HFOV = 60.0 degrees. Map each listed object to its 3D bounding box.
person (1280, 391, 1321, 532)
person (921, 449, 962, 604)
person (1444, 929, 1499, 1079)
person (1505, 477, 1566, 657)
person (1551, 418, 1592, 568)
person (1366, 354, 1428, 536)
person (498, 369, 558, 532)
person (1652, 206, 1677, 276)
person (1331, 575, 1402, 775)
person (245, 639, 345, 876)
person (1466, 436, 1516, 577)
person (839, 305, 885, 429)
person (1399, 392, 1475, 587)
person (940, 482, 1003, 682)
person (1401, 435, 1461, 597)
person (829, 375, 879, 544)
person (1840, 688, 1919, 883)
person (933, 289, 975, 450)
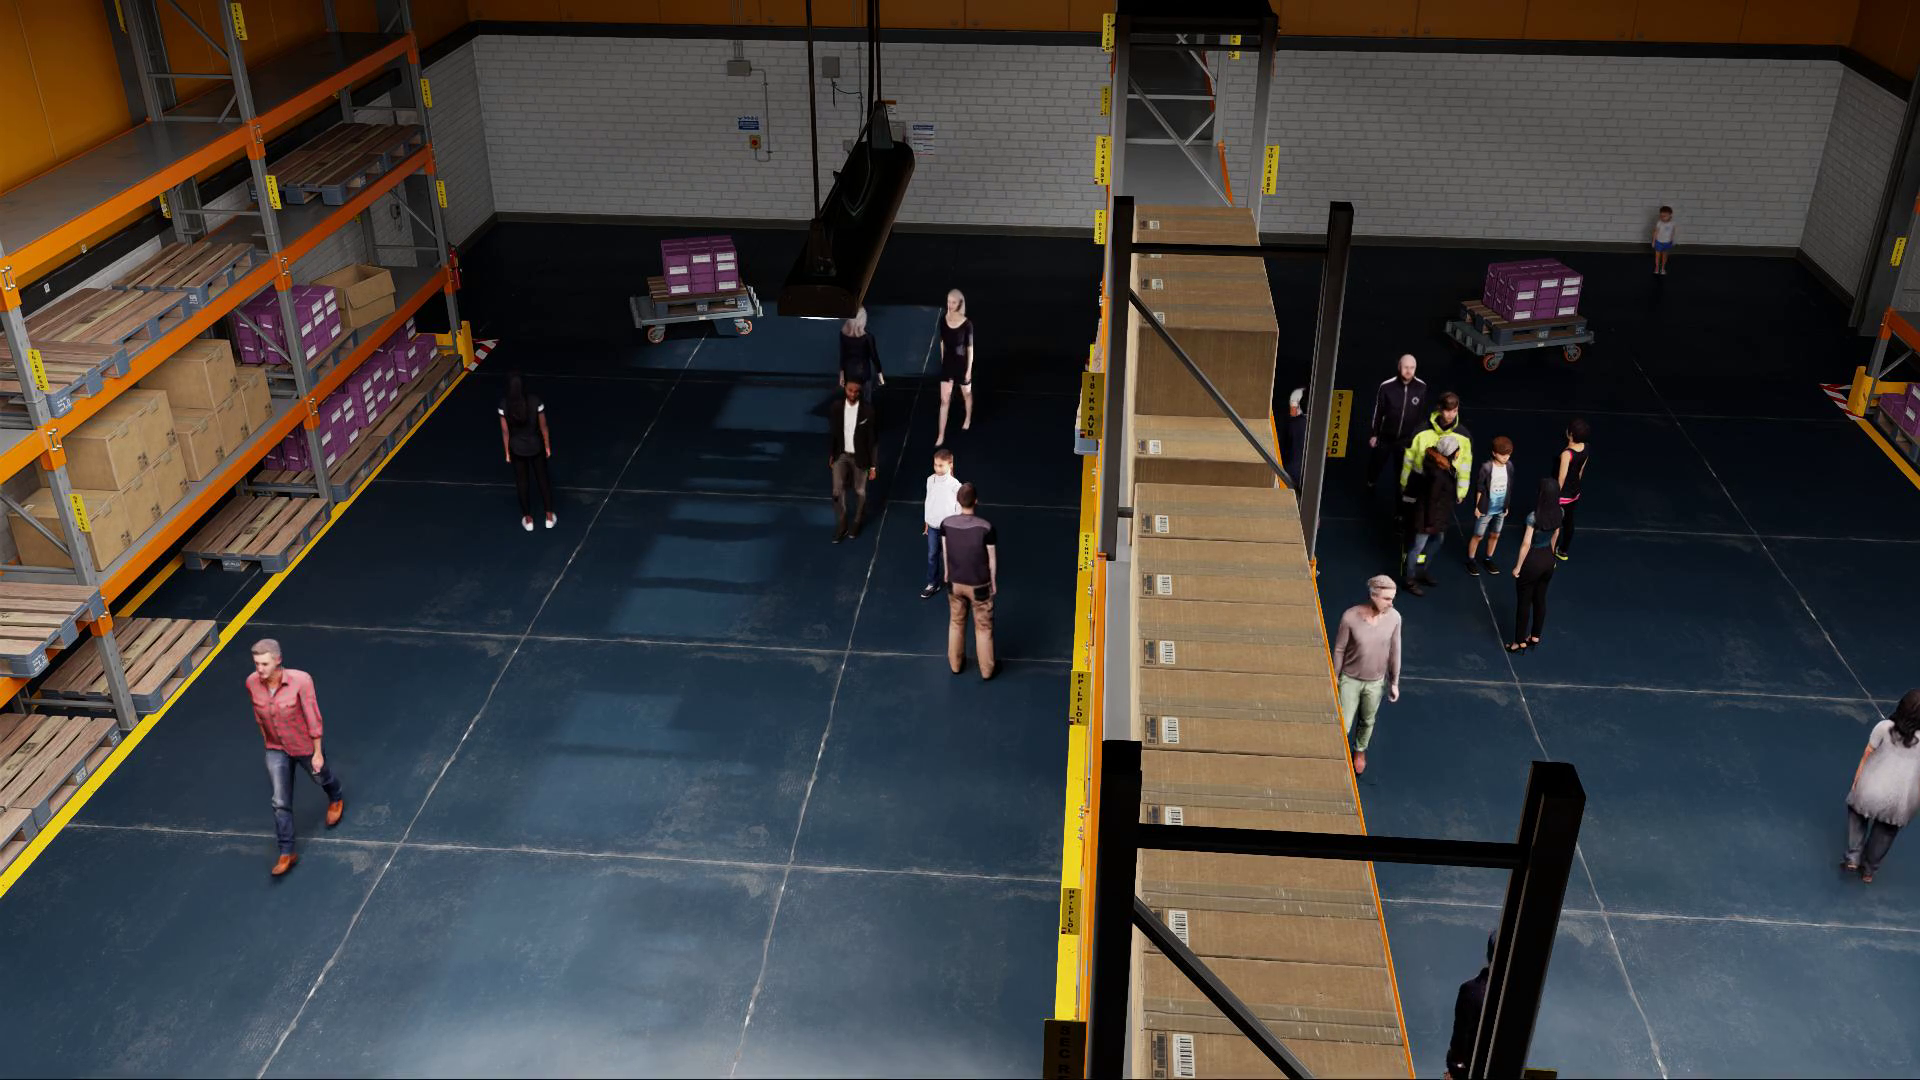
[{"bbox_3d":[3.269,-0.591,16.266,1.034,1.676,1.259,18,33,29],"label":"person"},{"bbox_3d":[-0.147,-0.152,15.586,0.597,1.557,0.606,12,31,21],"label":"person"},{"bbox_3d":[3.098,3.024,9.661,0.763,1.655,0.834,-2,29,-3],"label":"person"},{"bbox_3d":[5.090,0.230,14.698,0.632,1.737,0.640,-11,31,-20],"label":"person"},{"bbox_3d":[5.897,-0.479,16.189,0.617,1.553,0.670,-20,34,-32],"label":"person"},{"bbox_3d":[4.420,-1.069,17.021,0.670,1.792,1.188,3,29,5],"label":"person"},{"bbox_3d":[-4.375,-0.919,16.812,0.677,1.728,0.655,-7,29,-13],"label":"person"},{"bbox_3d":[10.058,-4.279,23.742,0.479,0.991,0.523,4,29,8],"label":"person"},{"bbox_3d":[3.162,1.076,13.030,0.768,1.849,0.987,2,29,3],"label":"person"},{"bbox_3d":[-4.898,1.480,12.356,0.746,1.786,1.204,1,29,2],"label":"person"},{"bbox_3d":[5.136,-0.340,16.046,0.598,1.446,0.611,-8,30,-14],"label":"person"},{"bbox_3d":[-1.161,-1.715,18.287,0.912,1.715,1.169,14,32,24],"label":"person"},{"bbox_3d":[4.526,-0.561,15.942,0.787,1.933,1.125,4,29,7],"label":"person"},{"bbox_3d":[0.069,0.355,14.366,0.776,1.835,0.729,13,31,23],"label":"person"},{"bbox_3d":[4.418,-0.249,15.694,0.752,1.624,0.631,17,33,28],"label":"person"},{"bbox_3d":[-1.040,-0.849,16.627,0.742,1.783,0.739,6,29,12],"label":"person"},{"bbox_3d":[6.668,1.807,11.957,0.741,1.593,0.770,14,32,24],"label":"person"},{"bbox_3d":[0.010,-1.941,18.629,0.846,1.782,1.227,11,31,19],"label":"person"}]
